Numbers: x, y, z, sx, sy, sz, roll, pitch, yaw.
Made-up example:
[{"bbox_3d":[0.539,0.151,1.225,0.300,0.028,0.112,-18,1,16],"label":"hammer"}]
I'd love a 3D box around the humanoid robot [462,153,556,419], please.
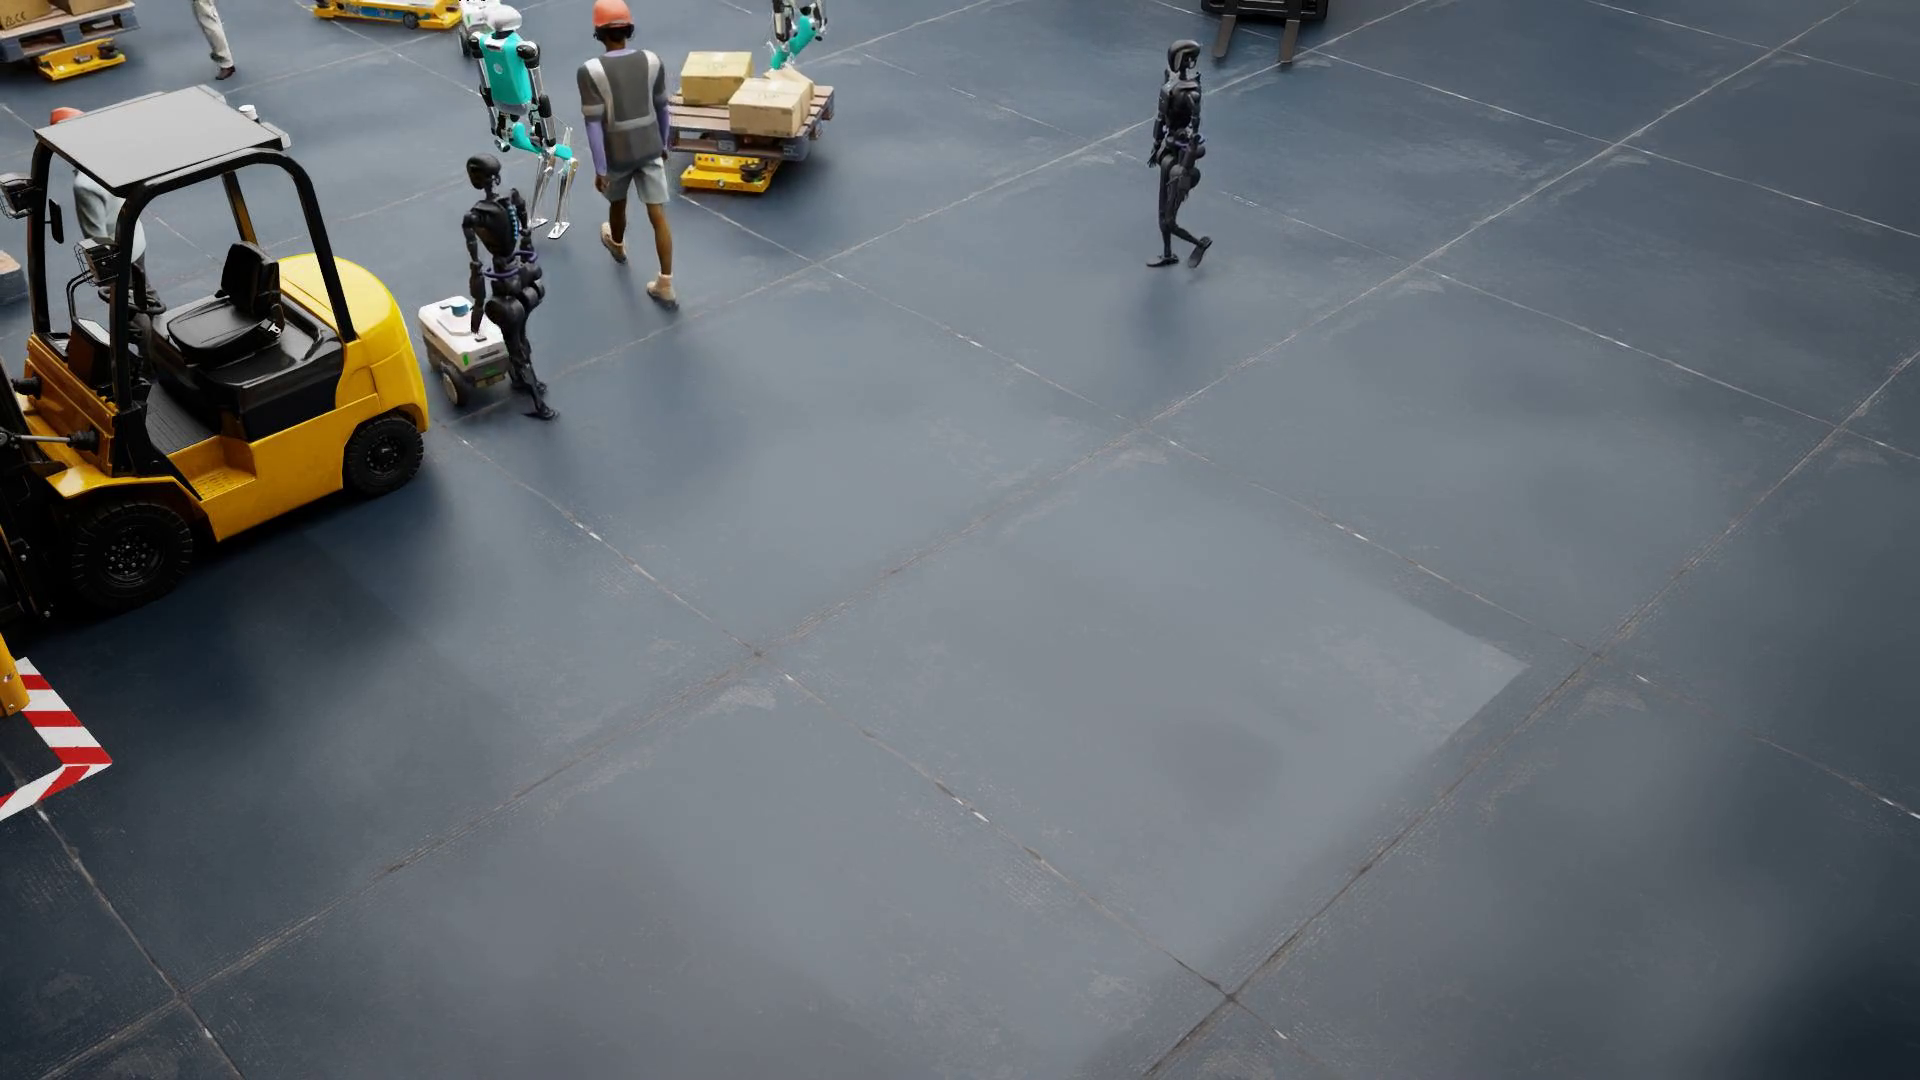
[{"bbox_3d":[-2.686,-1.494,9.831,0.525,1.644,0.590,14,39,18],"label":"humanoid robot"}]

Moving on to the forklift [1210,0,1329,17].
[{"bbox_3d":[3.106,-6.400,15.960,1.214,2.155,2.313,8,37,10],"label":"forklift"}]

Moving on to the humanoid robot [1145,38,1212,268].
[{"bbox_3d":[1.504,-2.618,11.322,0.407,1.643,0.593,-12,38,-16],"label":"humanoid robot"}]

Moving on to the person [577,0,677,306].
[{"bbox_3d":[-2.214,-2.621,11.077,0.623,1.968,1.091,-19,41,-24],"label":"person"}]

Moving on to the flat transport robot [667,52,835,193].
[{"bbox_3d":[-1.691,-3.159,13.225,0.659,0.231,1.431,7,37,9],"label":"flat transport robot"}]

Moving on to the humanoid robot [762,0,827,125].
[{"bbox_3d":[-1.378,-4.154,13.328,0.627,1.796,0.530,30,46,34],"label":"humanoid robot"}]

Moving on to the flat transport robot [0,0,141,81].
[{"bbox_3d":[-8.166,-4.482,14.996,1.431,0.231,0.659,30,46,34],"label":"flat transport robot"}]

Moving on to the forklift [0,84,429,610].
[{"bbox_3d":[-4.145,-1.093,8.856,2.313,2.155,1.214,-31,47,-34],"label":"forklift"}]

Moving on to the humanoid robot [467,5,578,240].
[{"bbox_3d":[-2.947,-2.951,11.609,0.533,1.677,0.735,15,39,19],"label":"humanoid robot"}]

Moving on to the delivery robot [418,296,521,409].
[{"bbox_3d":[-3.064,-1.202,10.383,0.499,0.614,0.808,-25,43,-30],"label":"delivery robot"}]

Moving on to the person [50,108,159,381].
[{"bbox_3d":[-5.186,-1.804,10.184,0.350,1.738,0.572,-3,37,-4],"label":"person"}]

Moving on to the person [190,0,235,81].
[{"bbox_3d":[-6.615,-4.877,14.297,0.391,1.756,0.712,-23,42,-28],"label":"person"}]

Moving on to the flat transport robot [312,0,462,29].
[{"bbox_3d":[-5.364,-5.120,15.850,1.431,0.231,0.659,9,38,12],"label":"flat transport robot"}]

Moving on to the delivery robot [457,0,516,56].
[{"bbox_3d":[-4.353,-4.786,15.140,0.499,0.566,0.739,-12,38,-16],"label":"delivery robot"}]
